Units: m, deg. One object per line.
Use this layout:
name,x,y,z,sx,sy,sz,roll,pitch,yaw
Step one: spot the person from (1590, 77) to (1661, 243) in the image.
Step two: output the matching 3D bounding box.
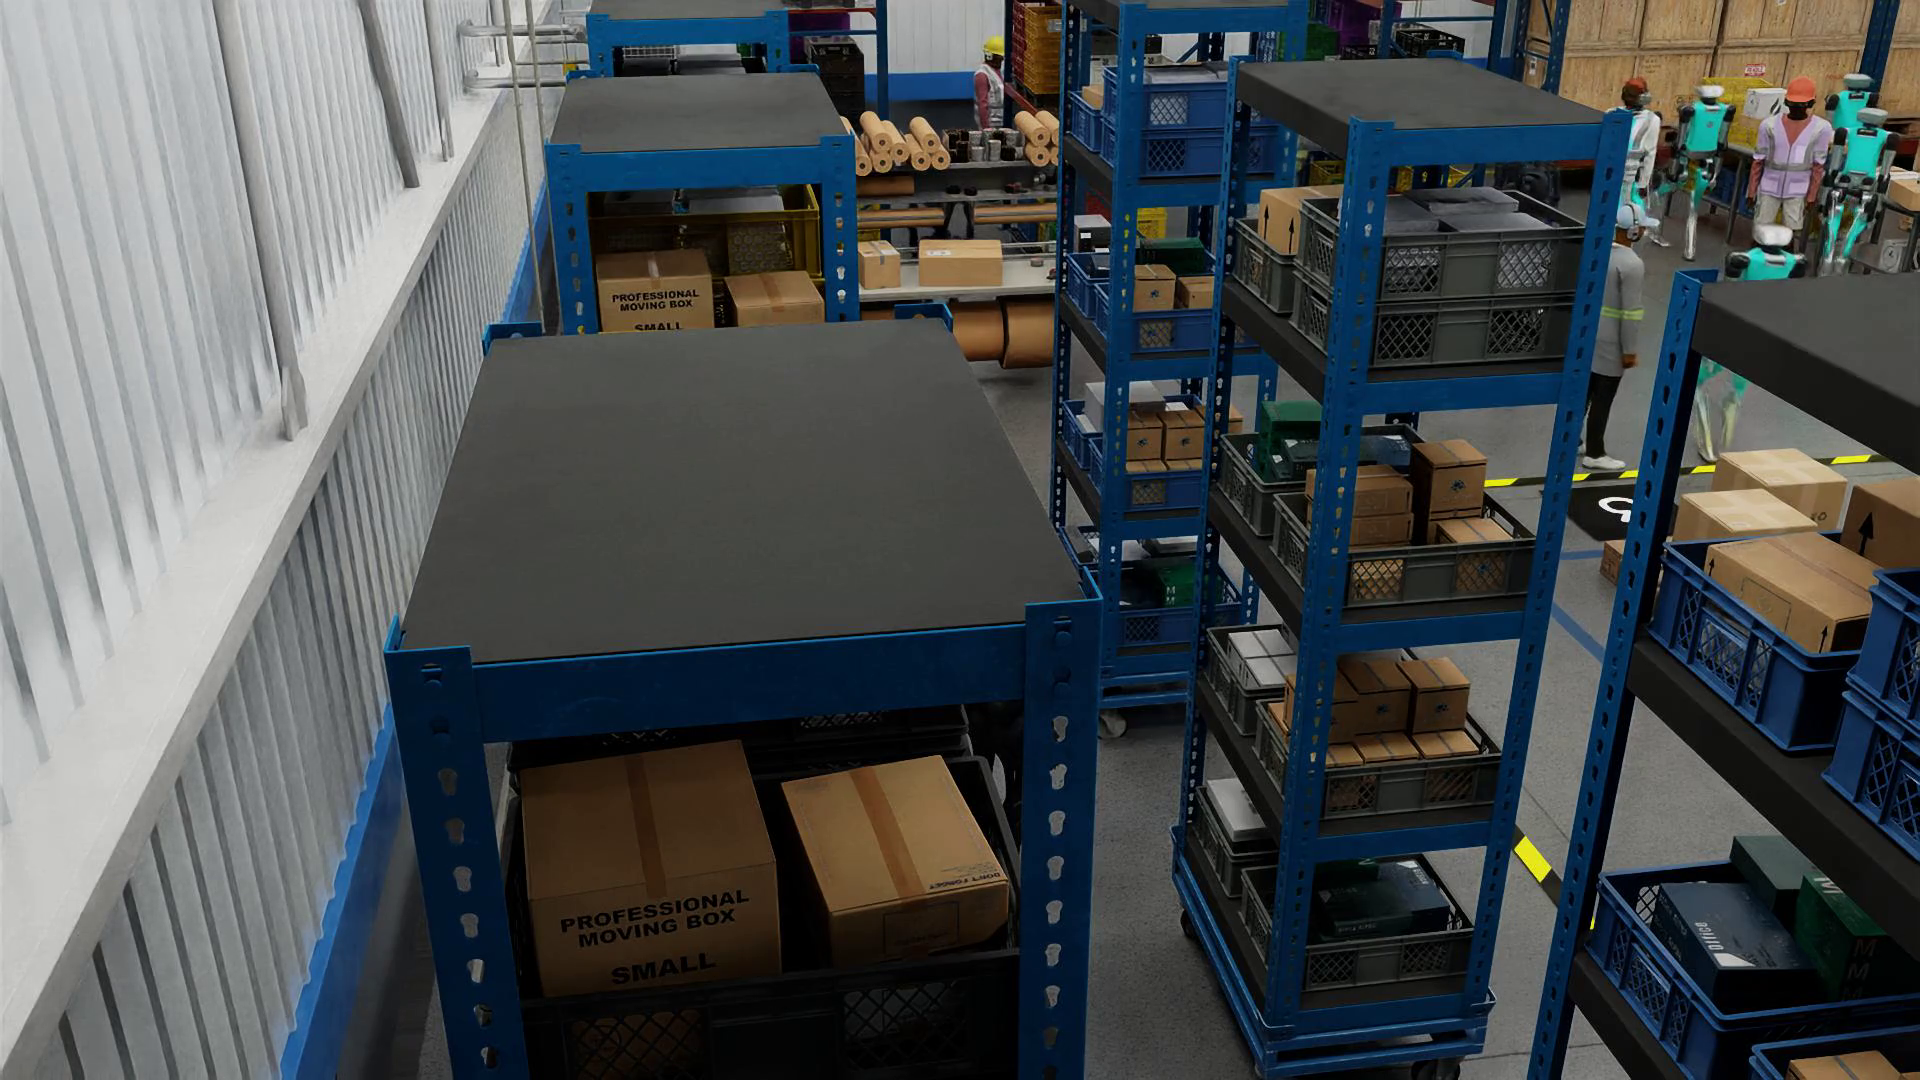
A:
person,6.347,-3.481,15.948,0.364,1.875,0.578,-17,30,-33

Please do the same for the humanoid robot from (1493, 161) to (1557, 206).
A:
humanoid robot,5.432,-3.430,16.046,0.592,1.652,0.358,8,26,17

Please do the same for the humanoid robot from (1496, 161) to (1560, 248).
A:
humanoid robot,5.021,-2.828,14.776,0.608,1.651,0.365,15,29,30

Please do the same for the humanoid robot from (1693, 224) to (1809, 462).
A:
humanoid robot,5.341,-1.308,11.523,0.539,1.890,0.715,0,25,1

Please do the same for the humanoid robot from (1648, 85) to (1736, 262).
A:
humanoid robot,7.259,-3.724,16.693,0.542,1.773,0.969,0,25,0

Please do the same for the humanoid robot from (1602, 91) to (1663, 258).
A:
humanoid robot,6.358,-3.284,15.697,0.535,1.787,0.817,-1,25,-2

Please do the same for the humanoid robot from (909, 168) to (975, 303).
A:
humanoid robot,-0.167,-2.326,13.682,0.600,1.632,0.607,5,25,11

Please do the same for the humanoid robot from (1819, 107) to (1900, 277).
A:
humanoid robot,7.954,-2.893,14.928,0.536,1.849,0.766,16,29,30

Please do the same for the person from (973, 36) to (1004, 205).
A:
person,0.363,-4.714,18.685,0.403,1.824,0.585,8,26,16

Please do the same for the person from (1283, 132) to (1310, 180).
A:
person,3.234,-3.718,16.501,0.429,1.840,0.633,5,25,12

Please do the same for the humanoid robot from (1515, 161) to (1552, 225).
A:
humanoid robot,4.863,-2.620,14.296,0.317,1.649,0.610,14,28,28

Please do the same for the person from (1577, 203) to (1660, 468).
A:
person,4.487,-1.393,11.461,0.388,1.852,0.592,-4,25,-9

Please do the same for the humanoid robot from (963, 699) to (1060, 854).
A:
humanoid robot,0.187,0.699,7.076,0.315,1.657,0.599,-17,30,-32

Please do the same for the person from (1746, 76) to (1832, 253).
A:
person,7.459,-3.167,15.081,0.598,2.036,0.400,13,28,27

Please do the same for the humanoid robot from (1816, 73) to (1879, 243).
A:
humanoid robot,9.003,-3.725,16.697,0.534,1.772,1.017,-3,25,-6
